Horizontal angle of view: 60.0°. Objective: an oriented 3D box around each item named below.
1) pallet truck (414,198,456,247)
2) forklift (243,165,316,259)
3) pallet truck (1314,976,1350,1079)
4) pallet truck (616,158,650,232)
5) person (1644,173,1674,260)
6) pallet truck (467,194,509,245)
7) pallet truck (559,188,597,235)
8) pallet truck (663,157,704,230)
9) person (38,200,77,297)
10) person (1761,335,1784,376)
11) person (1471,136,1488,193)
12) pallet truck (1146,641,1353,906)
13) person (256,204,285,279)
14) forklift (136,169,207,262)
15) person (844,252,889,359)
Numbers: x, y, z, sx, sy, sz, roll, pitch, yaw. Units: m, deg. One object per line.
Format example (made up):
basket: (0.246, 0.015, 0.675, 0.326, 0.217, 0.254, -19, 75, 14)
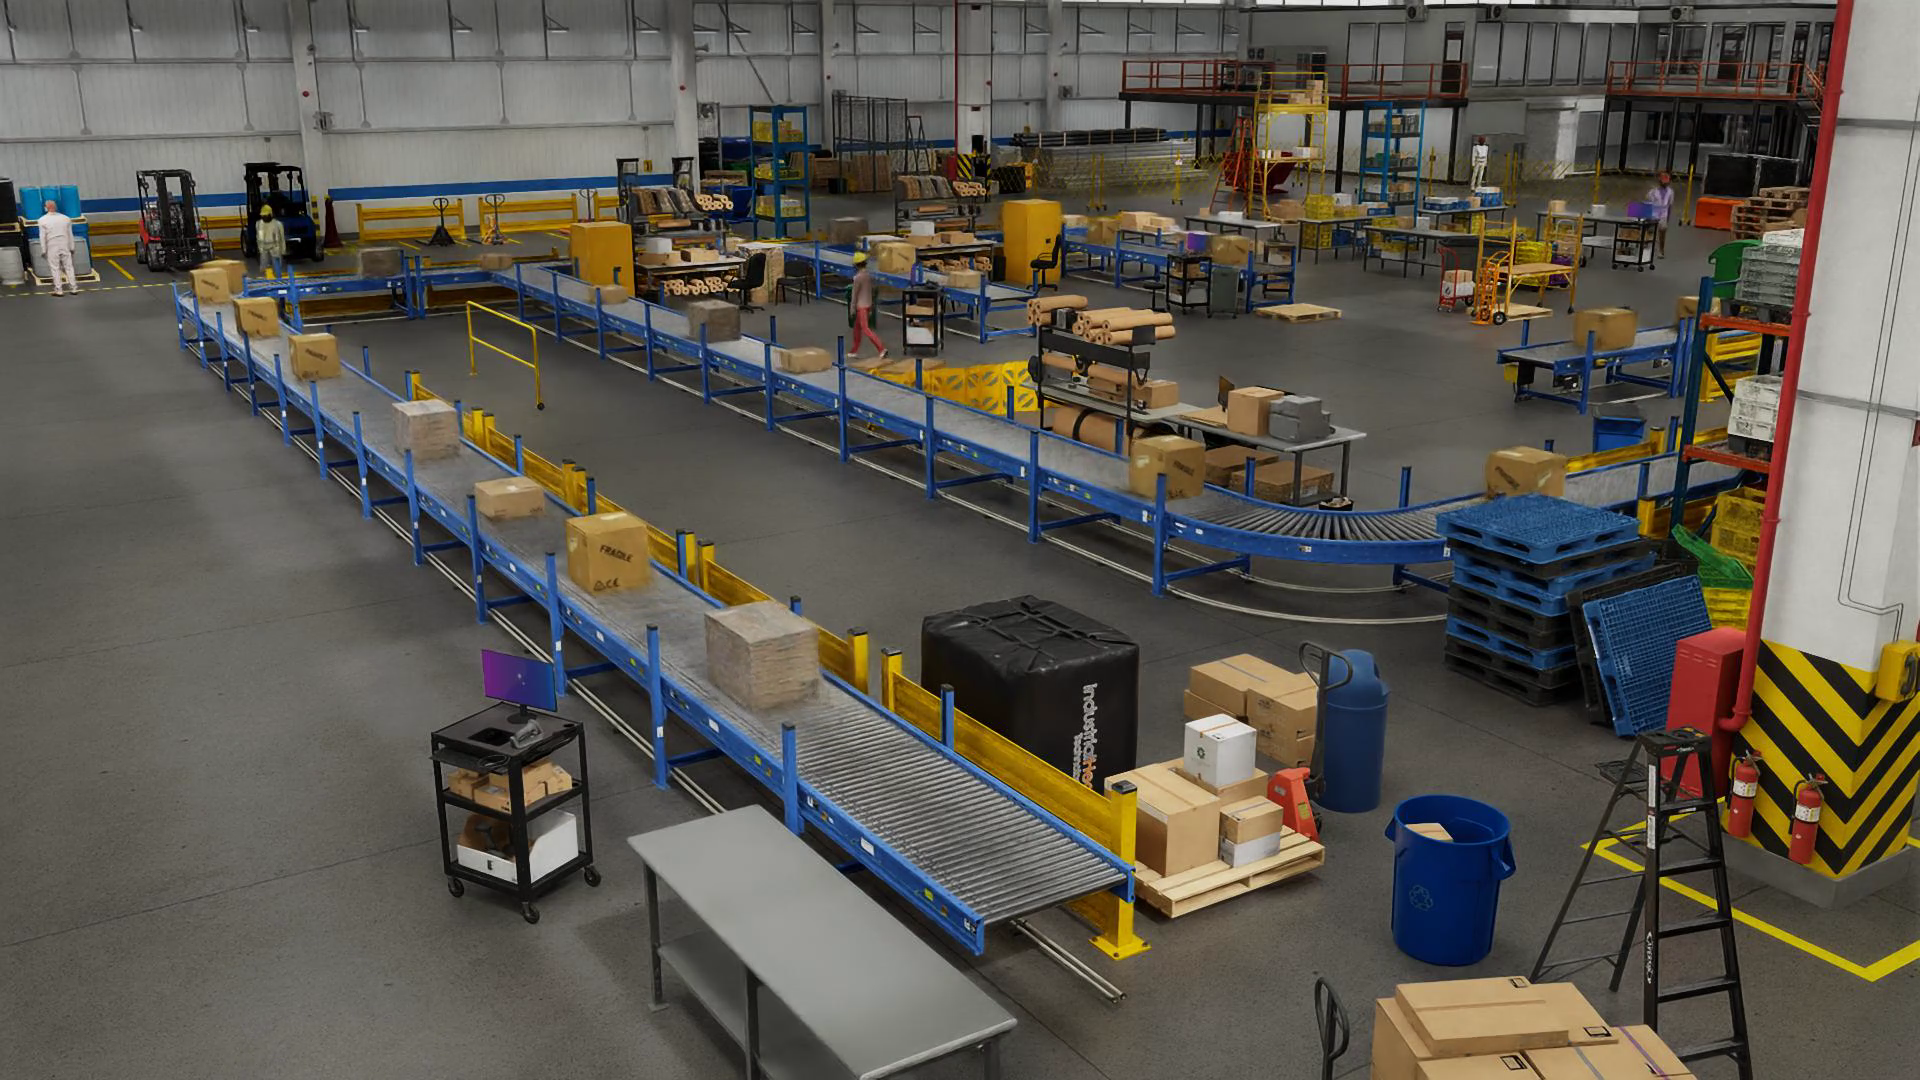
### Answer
pallet truck: (-13.250, -8.060, 41.856, 0.680, 1.201, 1.601, -10, 20, -31)
forklift: (-15.898, -7.669, 38.708, 1.157, 1.987, 2.680, -11, 20, -33)
pallet truck: (2.299, 2.390, 7.086, 1.601, 1.201, 0.680, -2, 17, -7)
pallet truck: (-8.918, -9.176, 44.255, 0.823, 1.965, 1.885, -9, 19, -27)
person: (16.478, -7.669, 39.256, 0.614, 2.003, 1.034, 1, 17, 5)
pallet truck: (-11.983, -8.177, 42.137, 0.704, 1.261, 1.522, -11, 20, -33)
pallet truck: (-10.010, -8.652, 43.699, 0.653, 1.274, 1.630, -10, 20, -31)
pallet truck: (-7.586, -9.308, 44.692, 0.823, 1.965, 1.885, -11, 20, -33)
person: (-18.065, -5.829, 33.276, 0.403, 1.904, 0.652, 13, 21, 36)
person: (9.798, -1.755, 19.917, 0.831, 1.780, 0.614, -9, 19, -27)
person: (17.459, -12.611, 55.882, 0.576, 1.882, 0.362, -5, 17, -16)
pallet truck: (1.664, 1.407, 10.232, 1.630, 1.274, 0.653, -10, 20, -31)
person: (-13.840, -5.822, 33.404, 0.612, 1.809, 0.491, 2, 17, 5)
forklift: (-17.842, -7.318, 37.559, 1.157, 1.987, 2.680, -10, 20, -31)
person: (-1.512, -3.725, 26.569, 0.828, 1.736, 0.533, 7, 18, 22)
